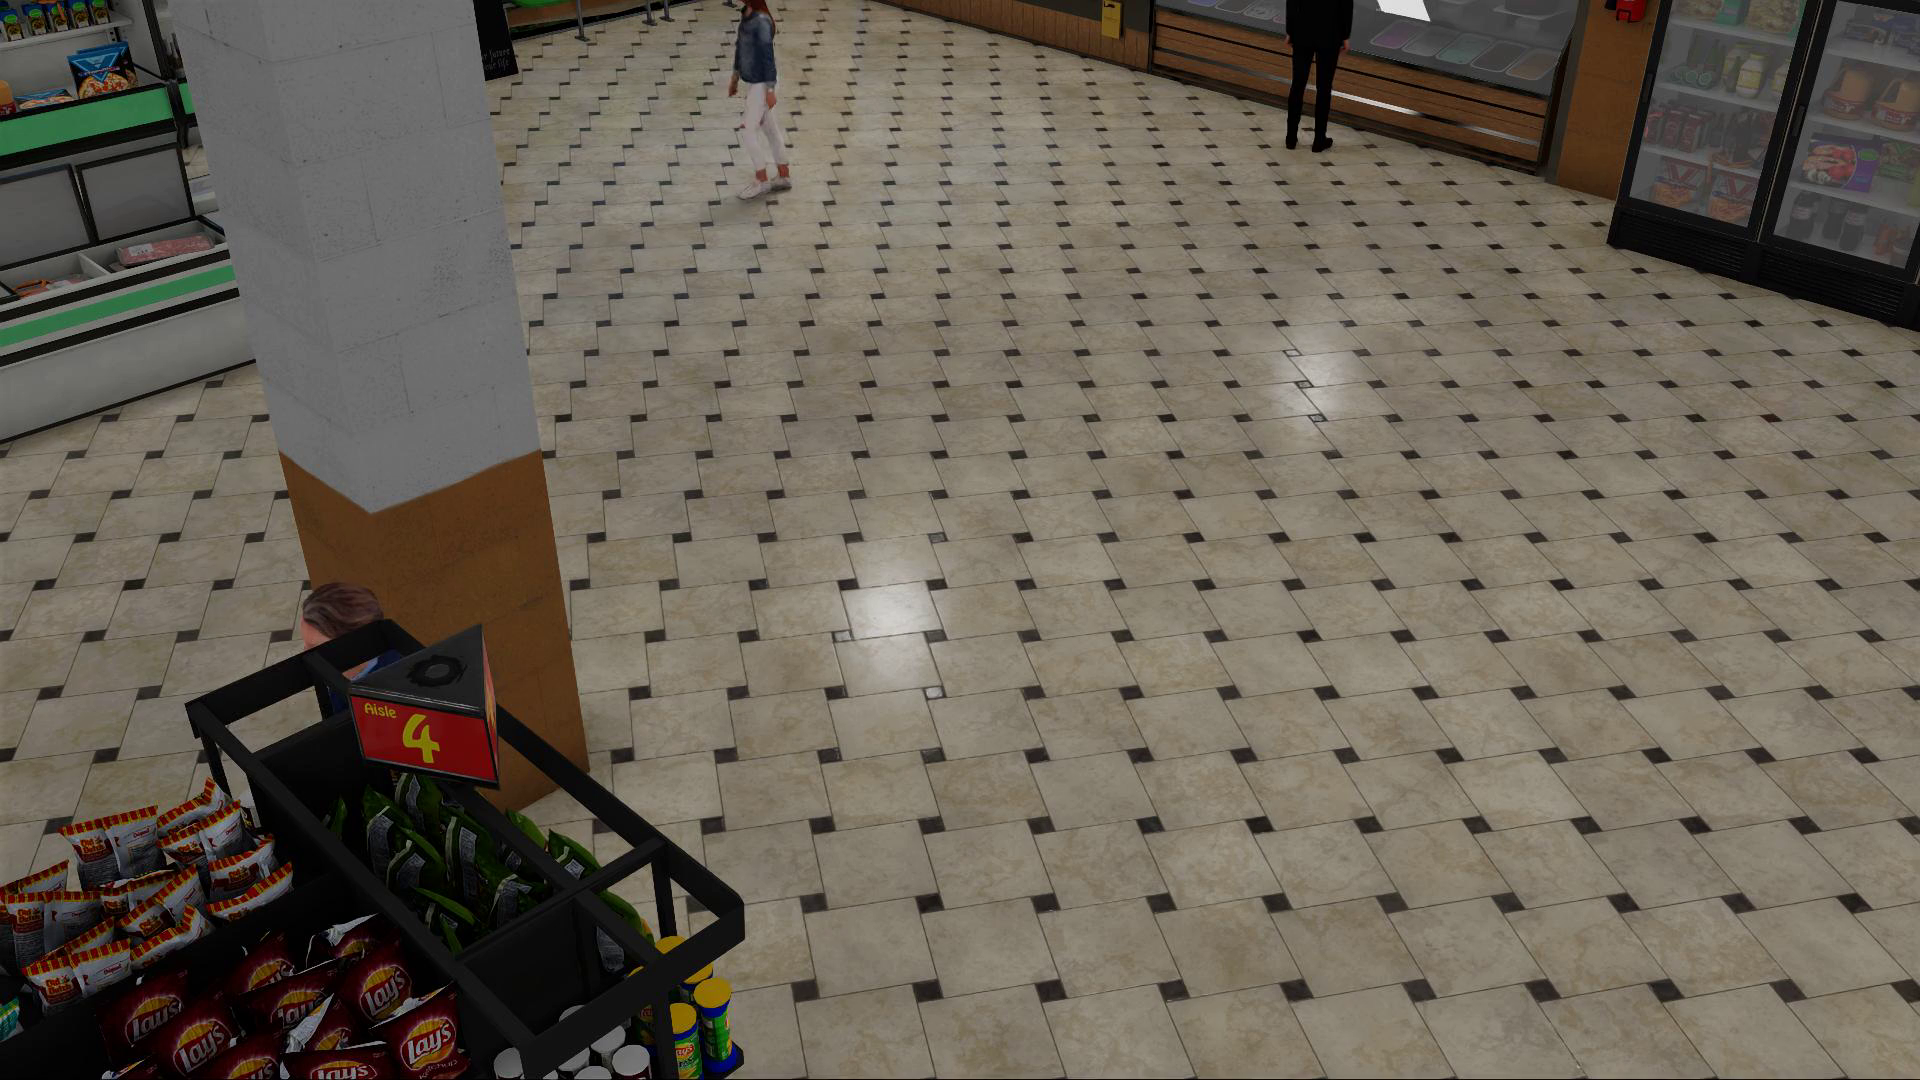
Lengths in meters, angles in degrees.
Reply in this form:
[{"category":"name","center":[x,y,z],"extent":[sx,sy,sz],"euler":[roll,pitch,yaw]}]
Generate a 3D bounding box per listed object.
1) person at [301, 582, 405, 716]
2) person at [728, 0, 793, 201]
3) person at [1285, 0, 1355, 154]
[{"category":"person","center":[-1.752,0.882,5.427],"extent":[0.987,1.842,0.883],"euler":[-9,33,-14]},{"category":"person","center":[-1.412,-3.420,12.495],"extent":[0.822,1.680,0.762],"euler":[-10,33,-16]},{"category":"person","center":[2.866,-4.072,13.341],"extent":[0.771,1.894,0.744],"euler":[13,34,20]}]
